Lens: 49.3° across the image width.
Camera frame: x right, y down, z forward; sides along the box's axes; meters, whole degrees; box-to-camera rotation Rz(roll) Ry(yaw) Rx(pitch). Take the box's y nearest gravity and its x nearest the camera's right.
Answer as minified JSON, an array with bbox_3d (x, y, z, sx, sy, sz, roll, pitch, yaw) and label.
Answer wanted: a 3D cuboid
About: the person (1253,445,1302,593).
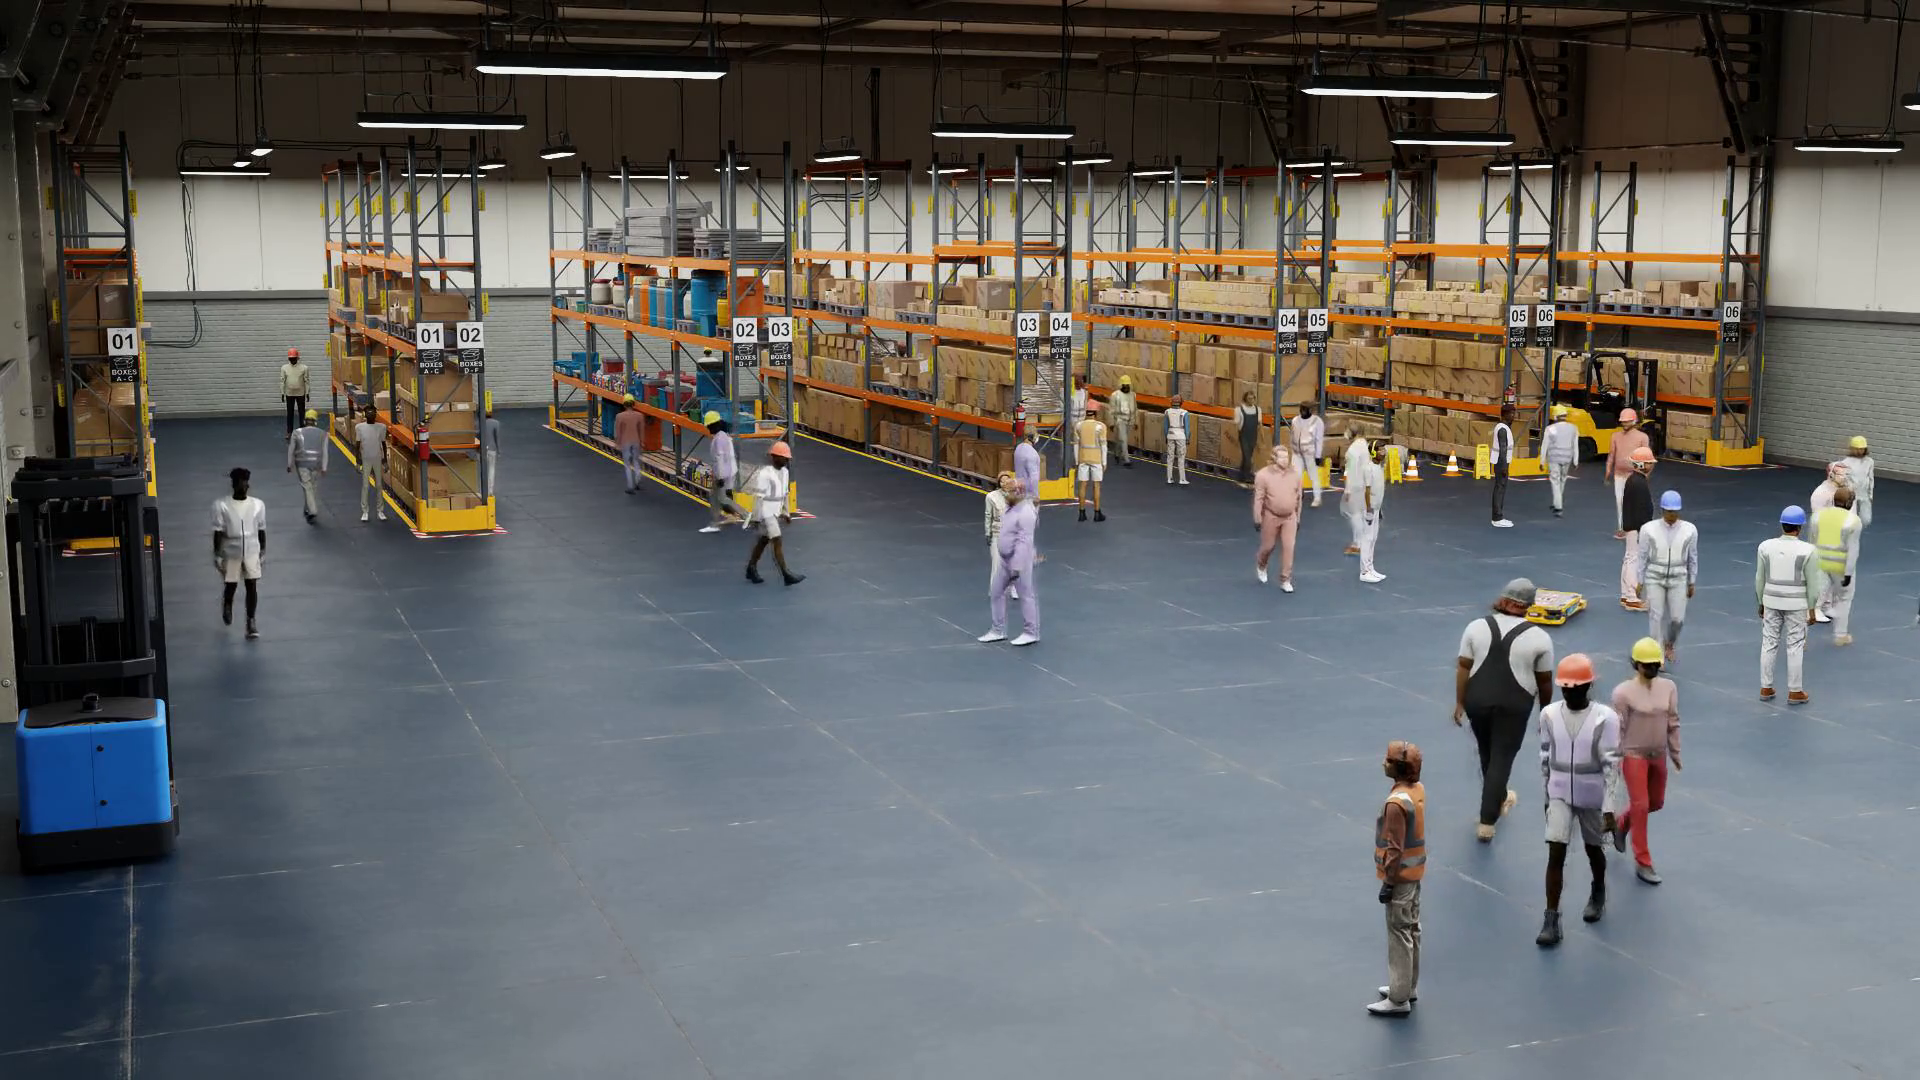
[{"bbox_3d":[4.101,-0.306,27.089,0.650,1.882,0.820,-1,9,-8],"label":"person"}]

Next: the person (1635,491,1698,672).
[{"bbox_3d":[7.434,0.427,22.054,0.627,1.928,0.474,2,9,12],"label":"person"}]

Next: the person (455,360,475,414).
[{"bbox_3d":[-10.371,-2.789,43.485,0.593,1.922,0.378,-4,9,-22],"label":"person"}]

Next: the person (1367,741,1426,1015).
[{"bbox_3d":[2.625,2.000,12.490,0.307,1.645,0.521,4,9,25],"label":"person"}]

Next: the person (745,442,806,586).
[{"bbox_3d":[-2.461,-0.346,27.358,0.970,1.880,0.548,4,9,25],"label":"person"}]

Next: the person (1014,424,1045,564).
[{"bbox_3d":[0.955,-0.653,29.198,0.372,1.940,0.632,-3,9,-20],"label":"person"}]

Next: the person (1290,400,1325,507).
[{"bbox_3d":[5.743,-1.423,34.823,0.643,1.804,0.871,7,11,37],"label":"person"}]

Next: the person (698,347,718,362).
[{"bbox_3d":[-6.204,-3.923,51.574,0.526,1.769,0.330,-3,9,-19],"label":"person"}]

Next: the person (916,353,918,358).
[{"bbox_3d":[-0.963,-4.430,55.398,0.500,1.633,0.279,-8,11,-41],"label":"person"}]

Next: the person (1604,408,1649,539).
[{"bbox_3d":[9.974,-0.994,31.344,0.427,1.974,0.621,-7,11,-39],"label":"person"}]

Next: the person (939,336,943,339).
[{"bbox_3d":[-0.754,-4.288,53.618,0.925,1.889,0.666,-5,10,-30],"label":"person"}]

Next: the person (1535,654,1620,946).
[{"bbox_3d":[4.103,1.672,13.864,0.562,1.901,0.963,5,10,31],"label":"person"}]

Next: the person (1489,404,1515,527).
[{"bbox_3d":[8.491,-1.178,32.784,0.392,1.915,0.590,2,9,11],"label":"person"}]

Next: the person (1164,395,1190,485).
[{"bbox_3d":[3.936,-1.819,37.972,0.511,1.640,0.308,6,10,34],"label":"person"}]

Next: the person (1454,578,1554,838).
[{"bbox_3d":[4.244,1.259,16.255,0.696,2.000,1.055,5,10,32],"label":"person"}]

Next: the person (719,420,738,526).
[{"bbox_3d":[-3.672,-1.046,32.724,0.377,1.676,0.539,1,9,8],"label":"person"}]

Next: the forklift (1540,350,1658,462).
[{"bbox_3d":[12.897,-2.725,42.309,2.313,2.155,1.214,-3,9,-21],"label":"forklift"}]

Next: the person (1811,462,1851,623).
[{"bbox_3d":[10.350,0.016,24.854,0.652,1.904,0.403,-7,11,-40],"label":"person"}]

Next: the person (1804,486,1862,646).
[{"bbox_3d":[9.677,0.302,23.280,0.845,1.808,0.632,-7,11,-39],"label":"person"}]

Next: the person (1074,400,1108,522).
[{"bbox_3d":[2.082,-1.263,33.325,0.571,1.931,0.409,3,9,21],"label":"person"}]

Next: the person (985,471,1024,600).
[{"bbox_3d":[0.561,-0.063,26.295,0.509,1.628,0.319,-1,9,-6],"label":"person"}]

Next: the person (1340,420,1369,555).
[{"bbox_3d":[5.601,-0.746,29.836,0.436,1.928,0.640,3,9,21],"label":"person"}]

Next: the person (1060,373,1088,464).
[{"bbox_3d":[2.265,-2.318,40.683,0.585,1.824,1.029,-5,10,-29],"label":"person"}]

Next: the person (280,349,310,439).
[{"bbox_3d":[-14.666,-3.229,46.193,0.622,1.990,0.394,-1,9,-8],"label":"person"}]

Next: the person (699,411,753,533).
[{"bbox_3d":[-3.585,-1.040,31.971,0.750,1.887,0.607,-2,9,-11],"label":"person"}]

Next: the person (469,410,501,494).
[{"bbox_3d":[-8.241,-1.554,36.278,0.522,1.603,0.715,-3,9,-21],"label":"person"}]

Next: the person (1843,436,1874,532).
[{"bbox_3d":[12.706,-0.624,29.697,0.497,1.726,0.417,-1,9,-8],"label":"person"}]

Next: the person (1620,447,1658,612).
[{"bbox_3d":[8.300,-0.146,25.636,0.382,1.995,0.612,1,9,8],"label":"person"}]

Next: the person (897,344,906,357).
[{"bbox_3d":[-1.419,-3.866,51.007,0.576,1.823,1.027,-4,9,-23],"label":"person"}]

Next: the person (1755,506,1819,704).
[{"bbox_3d":[8.141,0.630,20.618,0.609,1.948,0.389,8,12,42],"label":"person"}]

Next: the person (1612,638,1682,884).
[{"bbox_3d":[4.923,1.543,15.178,0.524,1.744,0.723,-3,9,-19],"label":"person"}]

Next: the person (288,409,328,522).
[{"bbox_3d":[-10.356,-1.187,33.353,0.592,1.772,0.976,-6,10,-34],"label":"person"}]

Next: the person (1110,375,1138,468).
[{"bbox_3d":[3.177,-2.331,40.843,0.599,1.808,0.812,-5,10,-29],"label":"person"}]

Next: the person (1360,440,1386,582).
[{"bbox_3d":[5.482,-0.395,27.702,0.329,1.874,0.518,5,10,28],"label":"person"}]

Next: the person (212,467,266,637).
[{"bbox_3d":[-8.266,0.118,24.016,0.629,1.949,0.682,-5,10,-31],"label":"person"}]

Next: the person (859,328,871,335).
[{"bbox_3d":[-2.614,-4.591,55.207,0.628,2.019,0.648,-3,9,-16],"label":"person"}]

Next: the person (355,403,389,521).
[{"bbox_3d":[-9.365,-1.243,33.350,0.514,1.876,0.328,-4,9,-23],"label":"person"}]

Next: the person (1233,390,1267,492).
[{"bbox_3d":[5.139,-1.756,37.069,0.513,1.780,1.004,-4,9,-25],"label":"person"}]

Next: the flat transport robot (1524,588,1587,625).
[{"bbox_3d":[7.061,0.793,25.228,0.652,0.197,1.431,5,10,29],"label":"flat transport robot"}]

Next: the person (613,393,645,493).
[{"bbox_3d":[-5.835,-1.703,36.847,0.526,1.751,0.523,-5,10,-29],"label":"person"}]

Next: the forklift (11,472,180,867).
[{"bbox_3d":[-6.630,0.886,15.957,1.129,2.768,1.873,-3,9,-21],"label":"forklift"}]

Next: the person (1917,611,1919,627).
[{"bbox_3d":[9.647,0.803,20.404,0.599,1.658,0.717,5,10,28],"label":"person"}]

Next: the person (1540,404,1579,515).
[{"bbox_3d":[9.742,-1.312,34.091,0.609,1.796,0.844,-1,9,-9],"label":"person"}]

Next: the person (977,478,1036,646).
[{"bbox_3d":[0.519,0.252,23.315,0.782,1.879,0.663,-3,9,-21],"label":"person"}]
